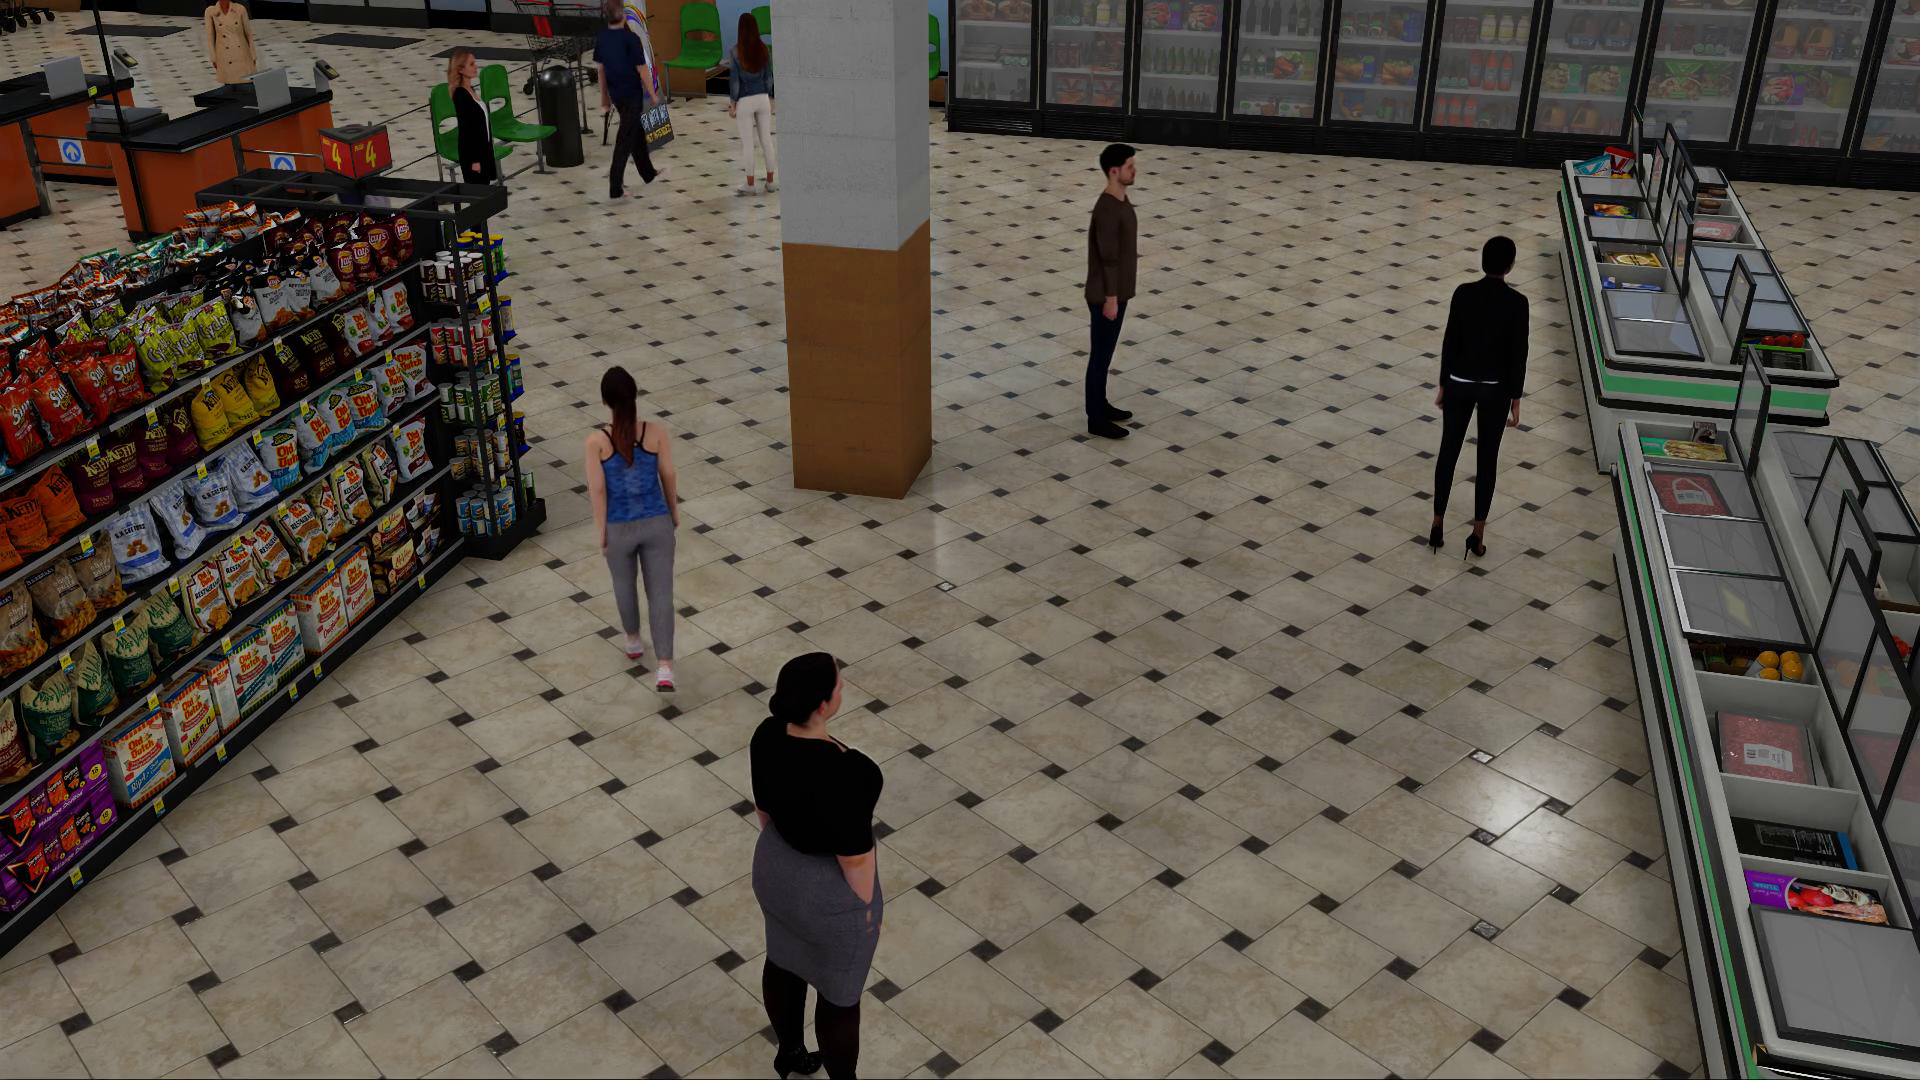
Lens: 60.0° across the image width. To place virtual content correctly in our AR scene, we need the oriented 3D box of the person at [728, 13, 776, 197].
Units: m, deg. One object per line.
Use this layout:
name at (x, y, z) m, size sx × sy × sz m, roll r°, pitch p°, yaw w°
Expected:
person at (-1.979, -4.174, 15.944) m, size 0.678 × 1.703 × 0.737 m, roll -14°, pitch 30°, yaw -26°

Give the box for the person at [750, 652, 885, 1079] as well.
person at (-0.476, 1.138, 5.406) m, size 0.791 × 1.760 × 0.774 m, roll -24°, pitch 35°, yaw -39°

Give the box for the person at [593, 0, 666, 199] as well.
person at (-3.194, -4.129, 15.722) m, size 0.924 × 1.823 × 1.244 m, roll 16°, pitch 31°, yaw 29°

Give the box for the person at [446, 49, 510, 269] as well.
person at (-4.038, -3.156, 13.827) m, size 0.734 × 1.802 × 0.594 m, roll -3°, pitch 27°, yaw -6°

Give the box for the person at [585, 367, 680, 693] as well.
person at (-1.515, -0.016, 7.877) m, size 0.898 × 1.583 × 1.109 m, roll -6°, pitch 28°, yaw -12°

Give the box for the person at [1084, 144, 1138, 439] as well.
person at (0.957, -1.606, 10.675) m, size 0.713 × 1.888 × 0.514 m, roll 6°, pitch 27°, yaw 11°

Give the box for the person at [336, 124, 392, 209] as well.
person at (-4.039, -1.935, 11.391) m, size 0.808 × 1.828 × 0.609 m, roll -1°, pitch 27°, yaw -2°

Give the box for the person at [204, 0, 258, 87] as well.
person at (-7.872, -5.224, 18.036) m, size 0.705 × 1.682 × 0.731 m, roll -11°, pitch 29°, yaw -20°

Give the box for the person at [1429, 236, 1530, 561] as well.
person at (2.819, -0.768, 9.083) m, size 0.670 × 1.834 × 0.627 m, roll 16°, pitch 31°, yaw 28°
